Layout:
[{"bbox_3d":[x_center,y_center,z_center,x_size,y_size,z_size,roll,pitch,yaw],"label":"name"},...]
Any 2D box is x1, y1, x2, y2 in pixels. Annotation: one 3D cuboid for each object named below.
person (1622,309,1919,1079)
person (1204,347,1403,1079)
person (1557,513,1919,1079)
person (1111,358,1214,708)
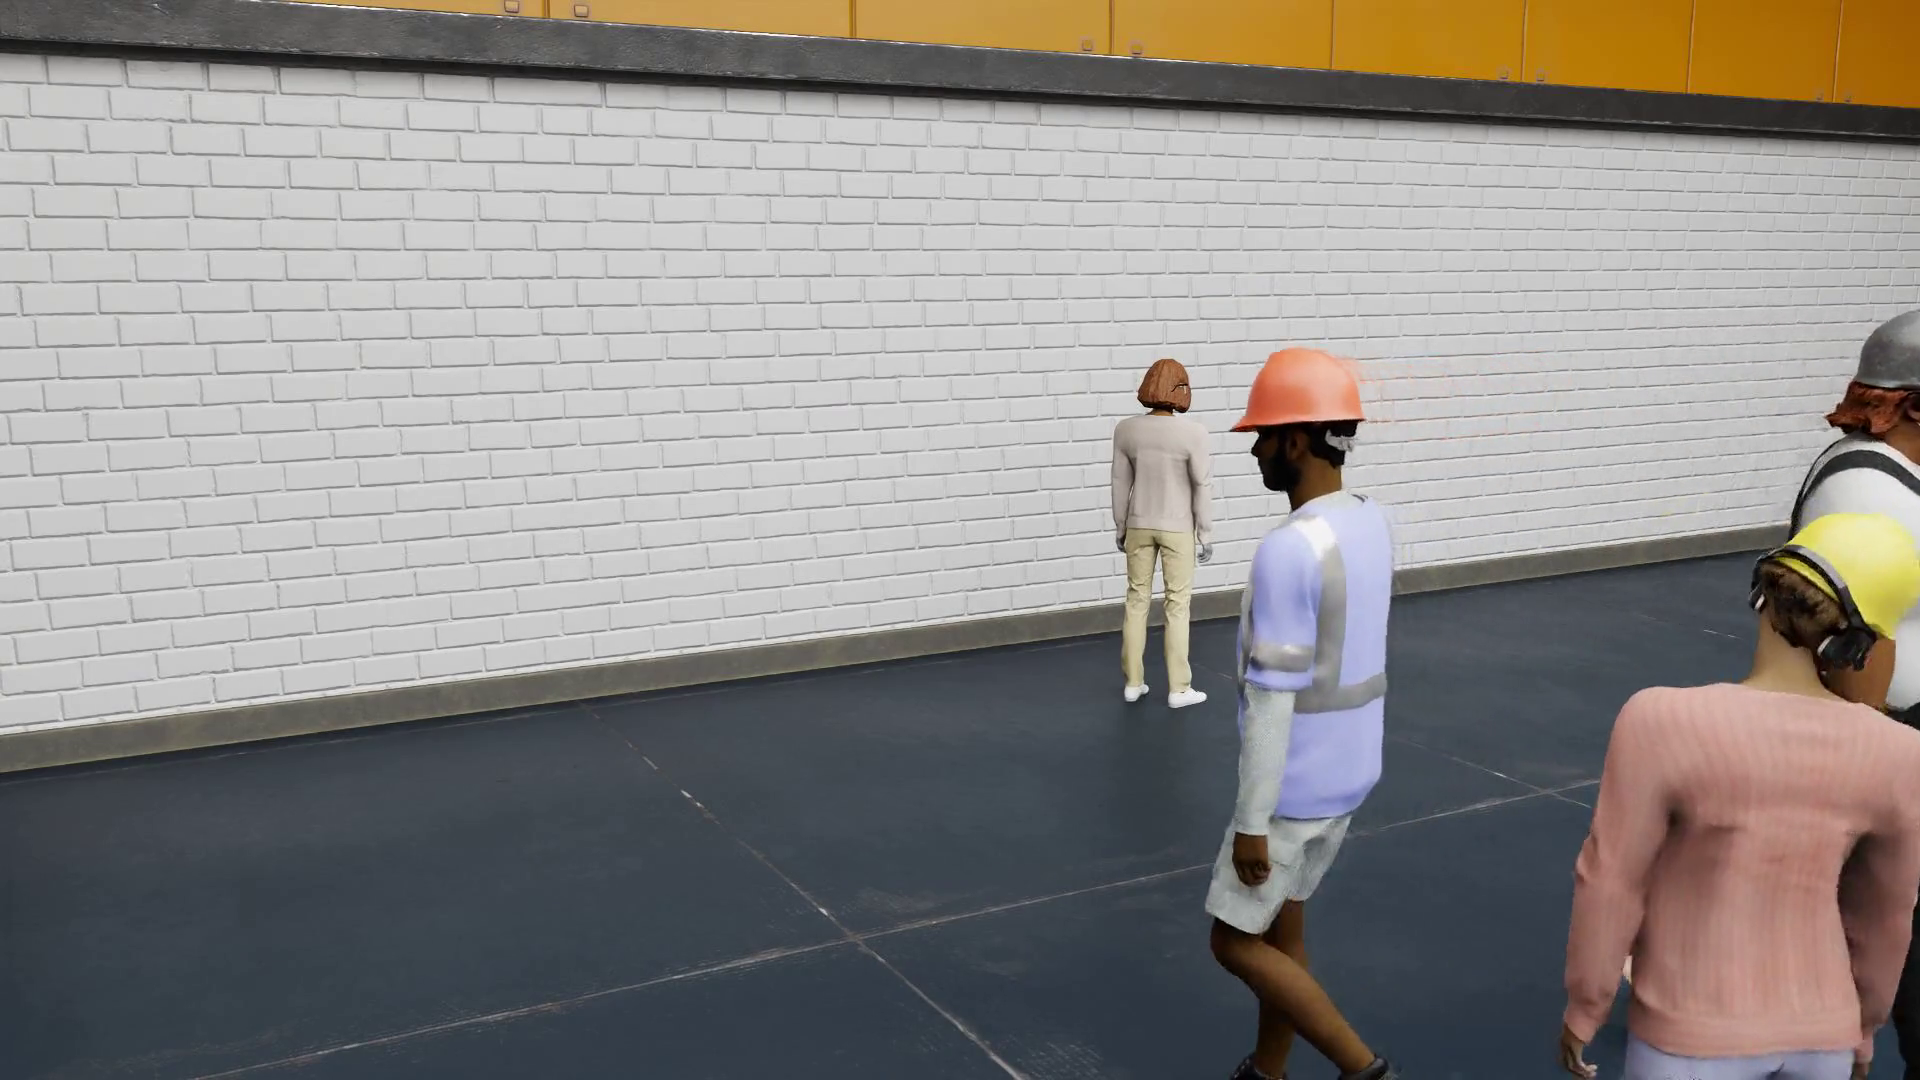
[{"bbox_3d":[2.196,0.402,4.131,0.942,2.000,0.688,4,11,22],"label":"person"},{"bbox_3d":[0.789,0.527,3.767,0.652,1.917,0.556,7,12,37],"label":"person"},{"bbox_3d":[1.275,0.820,2.700,0.559,1.731,0.299,-1,10,-8],"label":"person"},{"bbox_3d":[0.948,-0.031,7.794,0.507,1.633,0.276,6,12,31],"label":"person"}]
